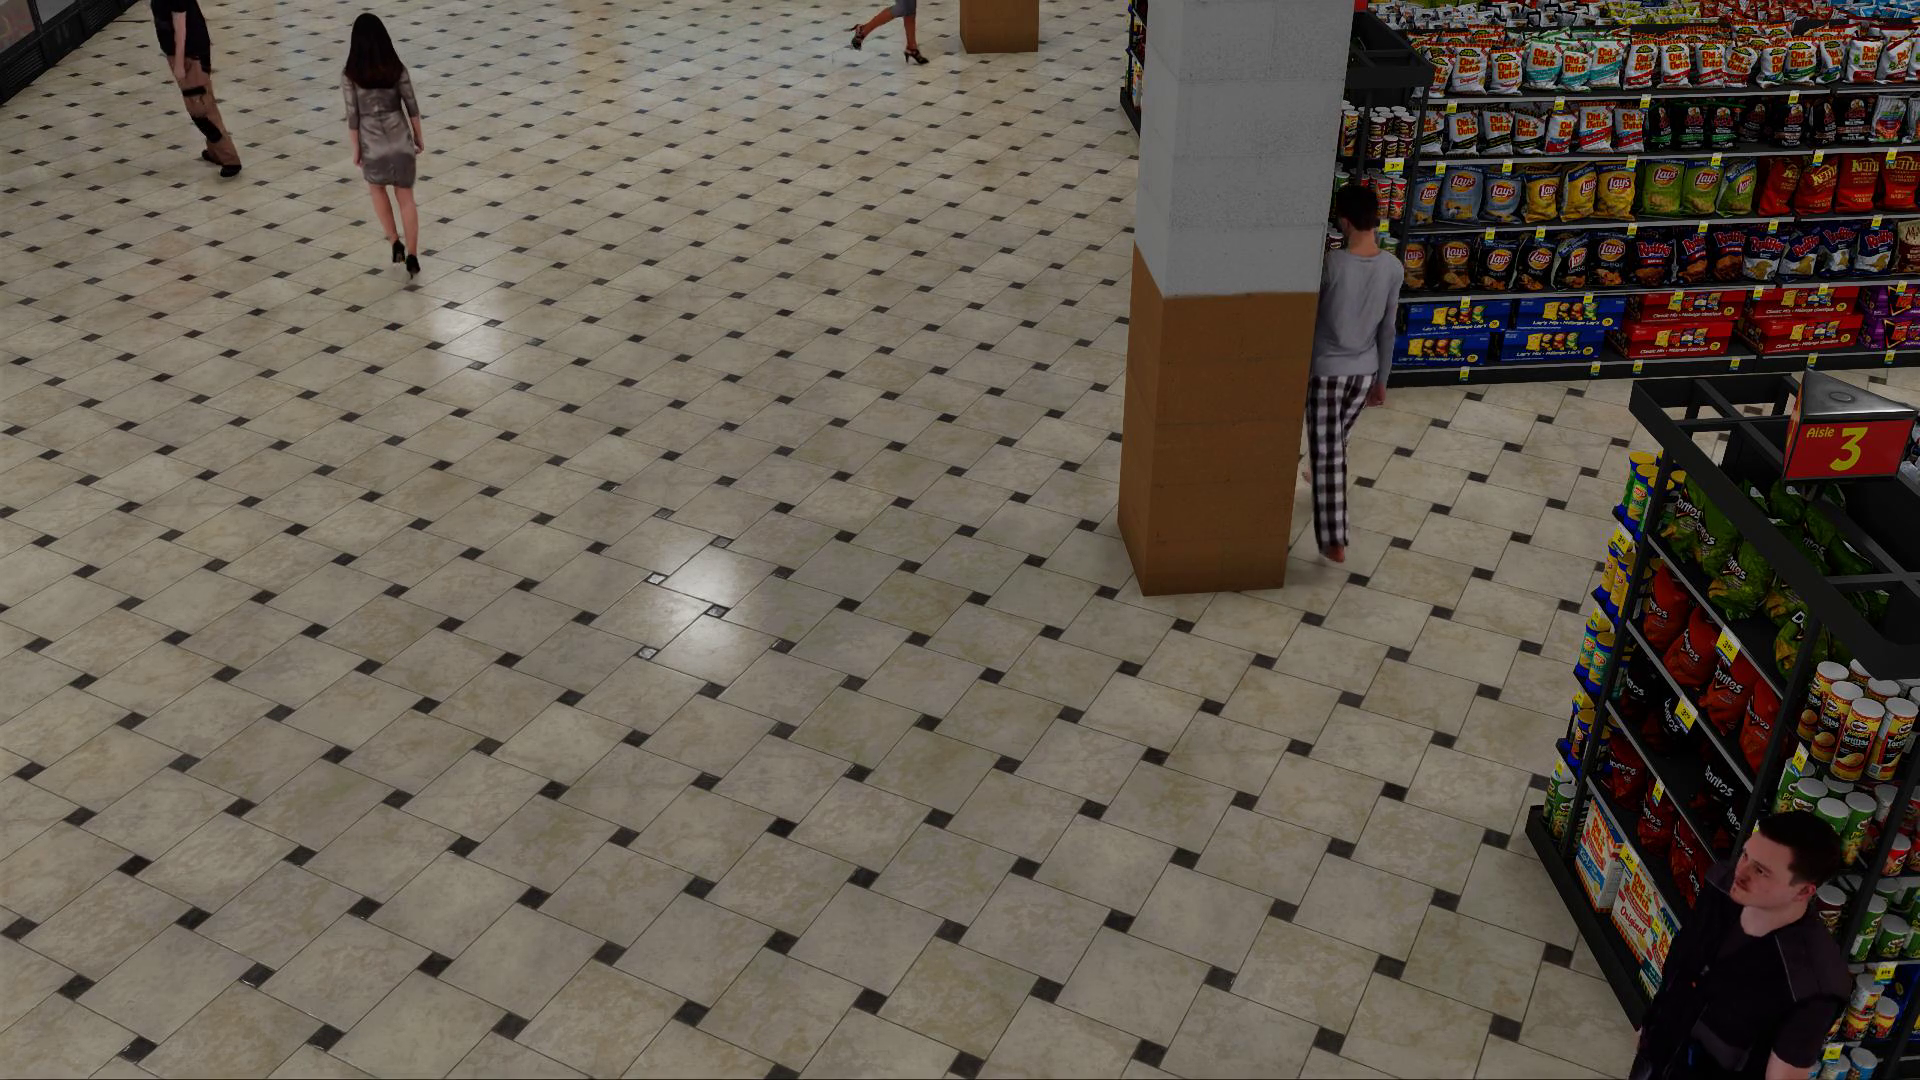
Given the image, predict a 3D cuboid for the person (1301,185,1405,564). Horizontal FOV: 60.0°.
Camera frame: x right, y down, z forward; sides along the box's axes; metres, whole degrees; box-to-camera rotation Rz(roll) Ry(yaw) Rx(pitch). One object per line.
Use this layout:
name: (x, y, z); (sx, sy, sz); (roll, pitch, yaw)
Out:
person: (1.836, -0.738, 7.967); (1.101, 1.790, 0.735); (-4, 32, -7)

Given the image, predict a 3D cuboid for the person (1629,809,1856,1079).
person: (2.064, 1.451, 4.413); (0.940, 1.829, 0.705); (-2, 32, -4)

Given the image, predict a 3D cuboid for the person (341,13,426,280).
person: (-3.752, -2.537, 10.913); (0.633, 1.732, 0.747); (-11, 34, -17)

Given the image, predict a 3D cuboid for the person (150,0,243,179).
person: (-5.894, -3.736, 12.766); (0.770, 1.812, 0.934); (-4, 32, -7)

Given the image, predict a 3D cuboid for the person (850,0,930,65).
person: (-0.628, -5.197, 15.161); (0.984, 1.762, 0.672); (1, 32, 1)
